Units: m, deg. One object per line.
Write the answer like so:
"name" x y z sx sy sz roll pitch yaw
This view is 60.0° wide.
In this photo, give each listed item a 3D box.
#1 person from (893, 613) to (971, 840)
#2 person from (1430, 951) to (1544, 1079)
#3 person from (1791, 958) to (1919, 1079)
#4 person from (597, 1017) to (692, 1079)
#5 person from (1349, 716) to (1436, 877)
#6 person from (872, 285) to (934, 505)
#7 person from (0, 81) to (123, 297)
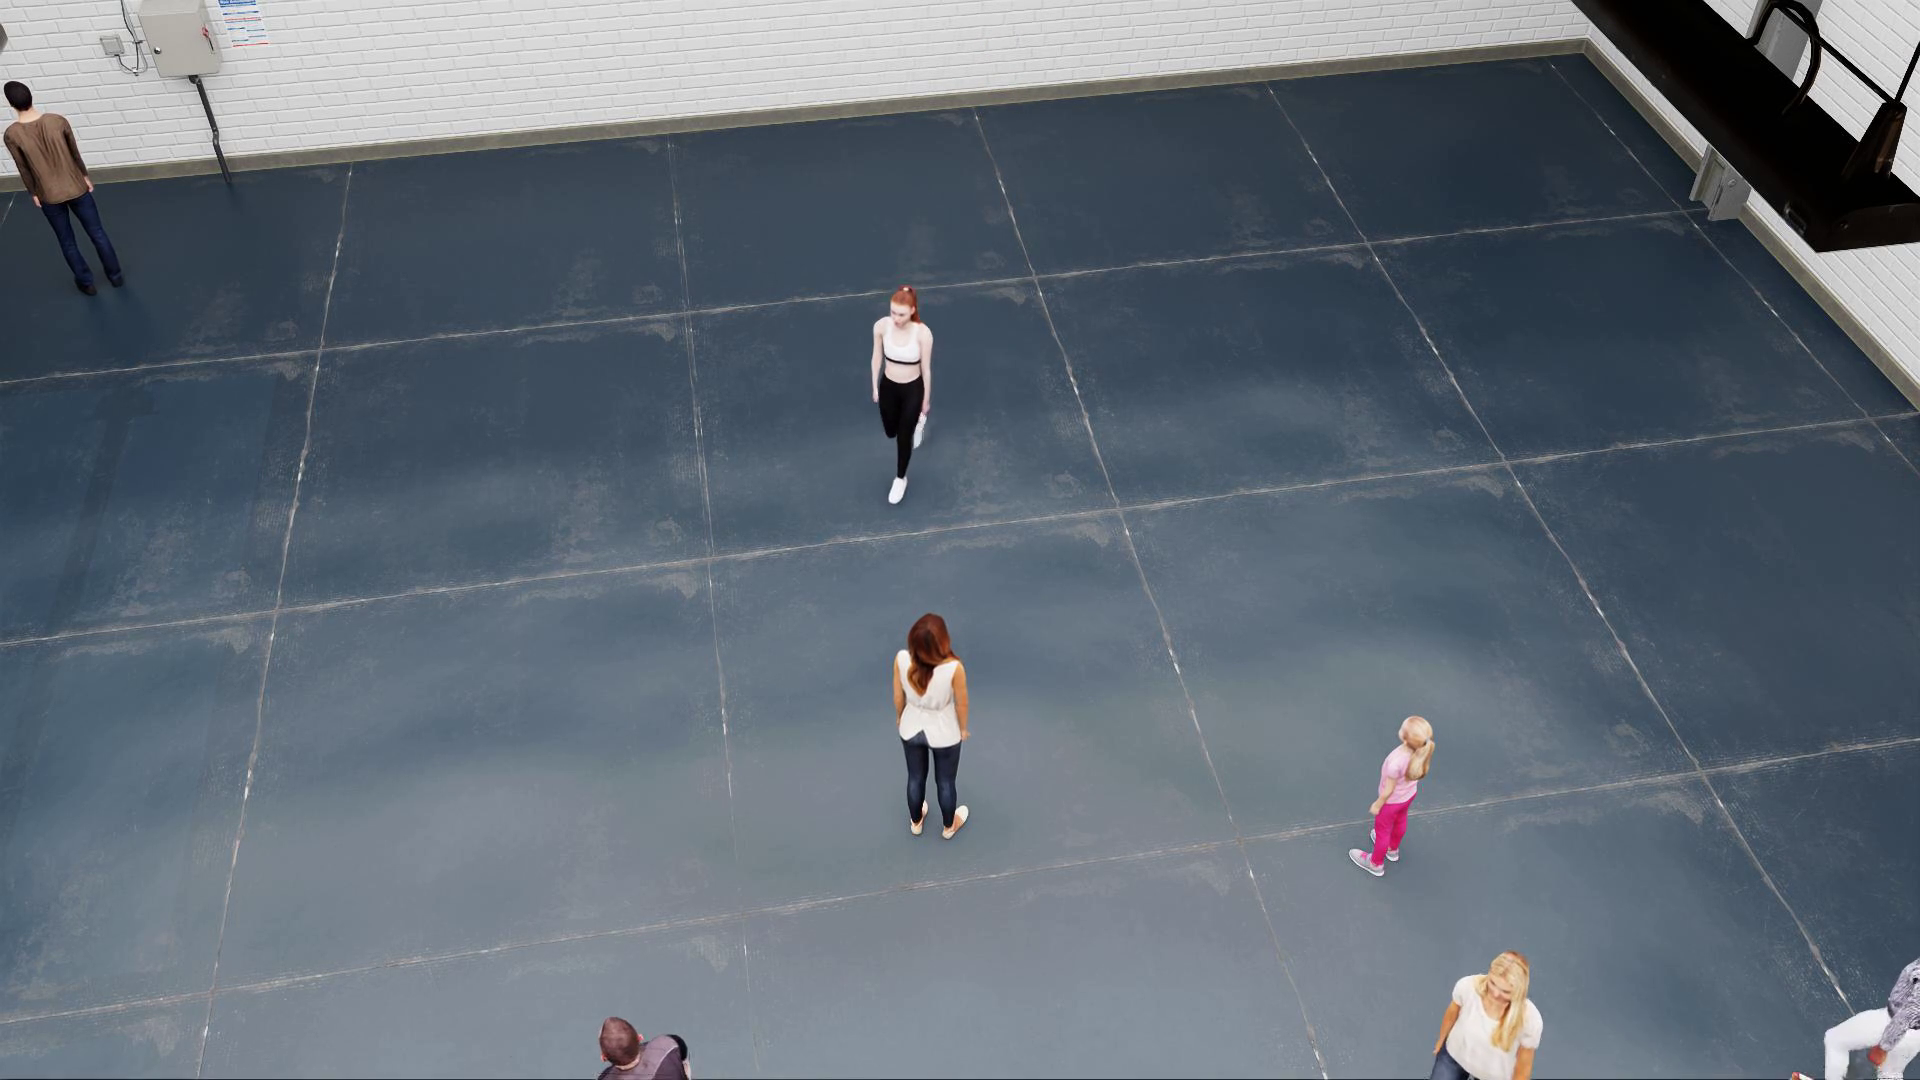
"person" -0.170 1.085 9.503 0.663 1.785 0.668 12 45 12
"person" 2.540 2.486 8.049 1.100 1.762 1.183 24 49 23
"person" 4.677 2.453 8.121 0.733 1.710 0.777 -20 47 -20
"person" -1.365 2.780 7.699 0.982 1.819 1.134 -30 51 -28
"person" 2.502 1.442 9.500 0.579 1.271 0.624 -30 51 -28
"person" -0.382 -1.100 11.836 0.857 1.729 1.028 12 45 12
"person" -7.338 -2.867 13.577 0.727 1.886 0.707 -26 50 -25
